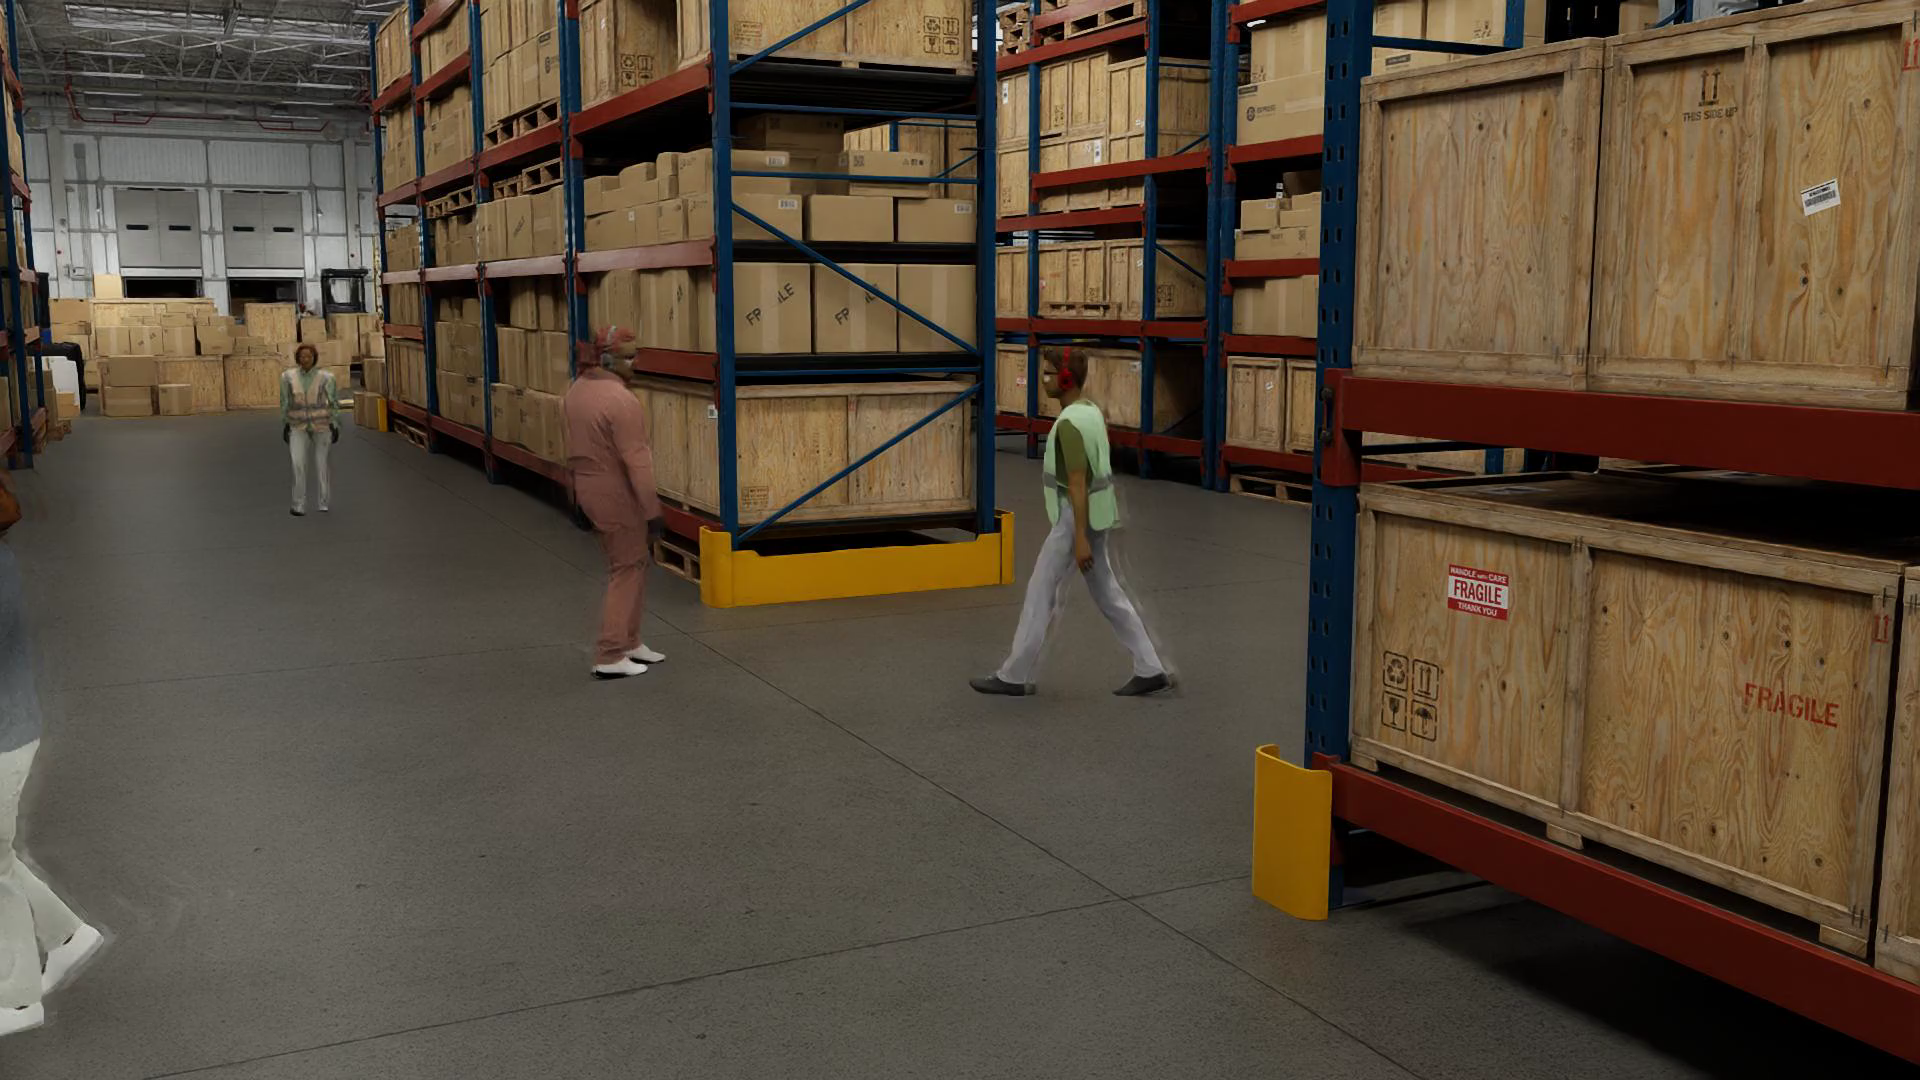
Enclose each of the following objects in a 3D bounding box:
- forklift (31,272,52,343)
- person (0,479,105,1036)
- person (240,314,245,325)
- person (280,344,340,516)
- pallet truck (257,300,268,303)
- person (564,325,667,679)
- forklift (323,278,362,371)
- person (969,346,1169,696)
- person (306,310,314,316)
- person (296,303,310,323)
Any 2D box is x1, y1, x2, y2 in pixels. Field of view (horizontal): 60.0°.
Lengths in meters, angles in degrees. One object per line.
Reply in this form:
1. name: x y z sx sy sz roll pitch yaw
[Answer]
1. forklift: -27.991 -6.737 50.544 1.873 2.768 1.129 1 8 5
2. person: -2.659 0.563 4.521 0.364 1.617 0.518 -4 9 -26
3. person: -20.523 -5.914 48.193 0.640 1.920 0.833 -7 11 -39
4. person: -6.054 -1.018 15.494 0.537 1.594 0.834 -2 8 -13
5. pallet truck: -23.913 -7.404 58.171 1.885 1.965 0.823 -1 8 -9
6. person: -1.741 -0.203 8.904 0.628 1.874 0.674 -6 10 -37
7. forklift: -16.624 -5.900 44.776 1.129 2.768 1.873 -5 9 -29
8. person: 0.591 -0.078 8.375 1.007 1.795 0.581 2 9 15
9. person: -23.880 -7.678 61.365 0.522 1.613 0.719 4 9 24
10. person: -22.166 -7.039 56.087 0.585 1.866 0.465 5 9 29
